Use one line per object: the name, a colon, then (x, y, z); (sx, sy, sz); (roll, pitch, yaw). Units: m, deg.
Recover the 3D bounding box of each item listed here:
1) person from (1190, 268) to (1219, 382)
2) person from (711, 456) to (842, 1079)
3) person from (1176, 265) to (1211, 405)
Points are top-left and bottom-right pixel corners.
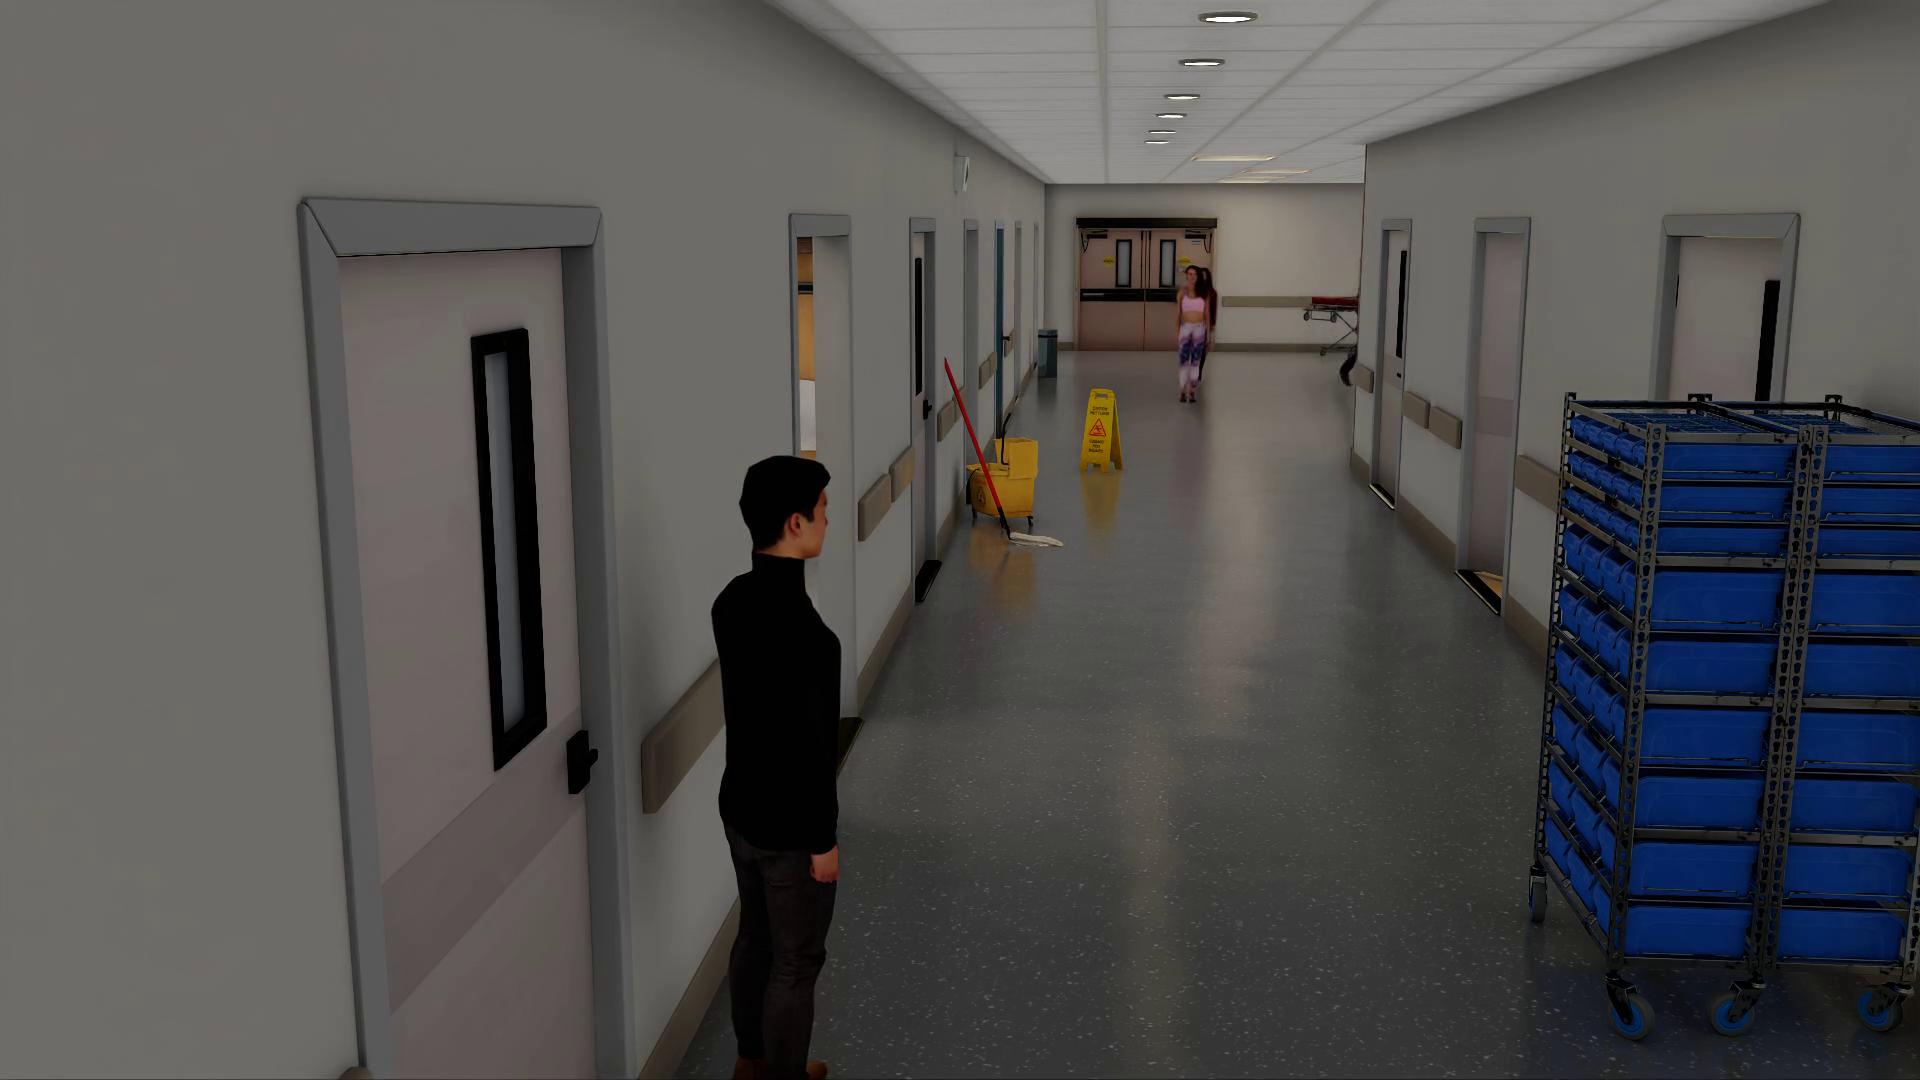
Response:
person: (3.515, -3.156, 24.380); (0.628, 1.642, 0.810); (2, 11, 9)
person: (-0.449, 0.644, 4.134); (0.781, 1.723, 0.674); (-6, 12, -29)
person: (2.967, -2.611, 21.226); (0.600, 1.747, 0.920); (0, 11, 1)
